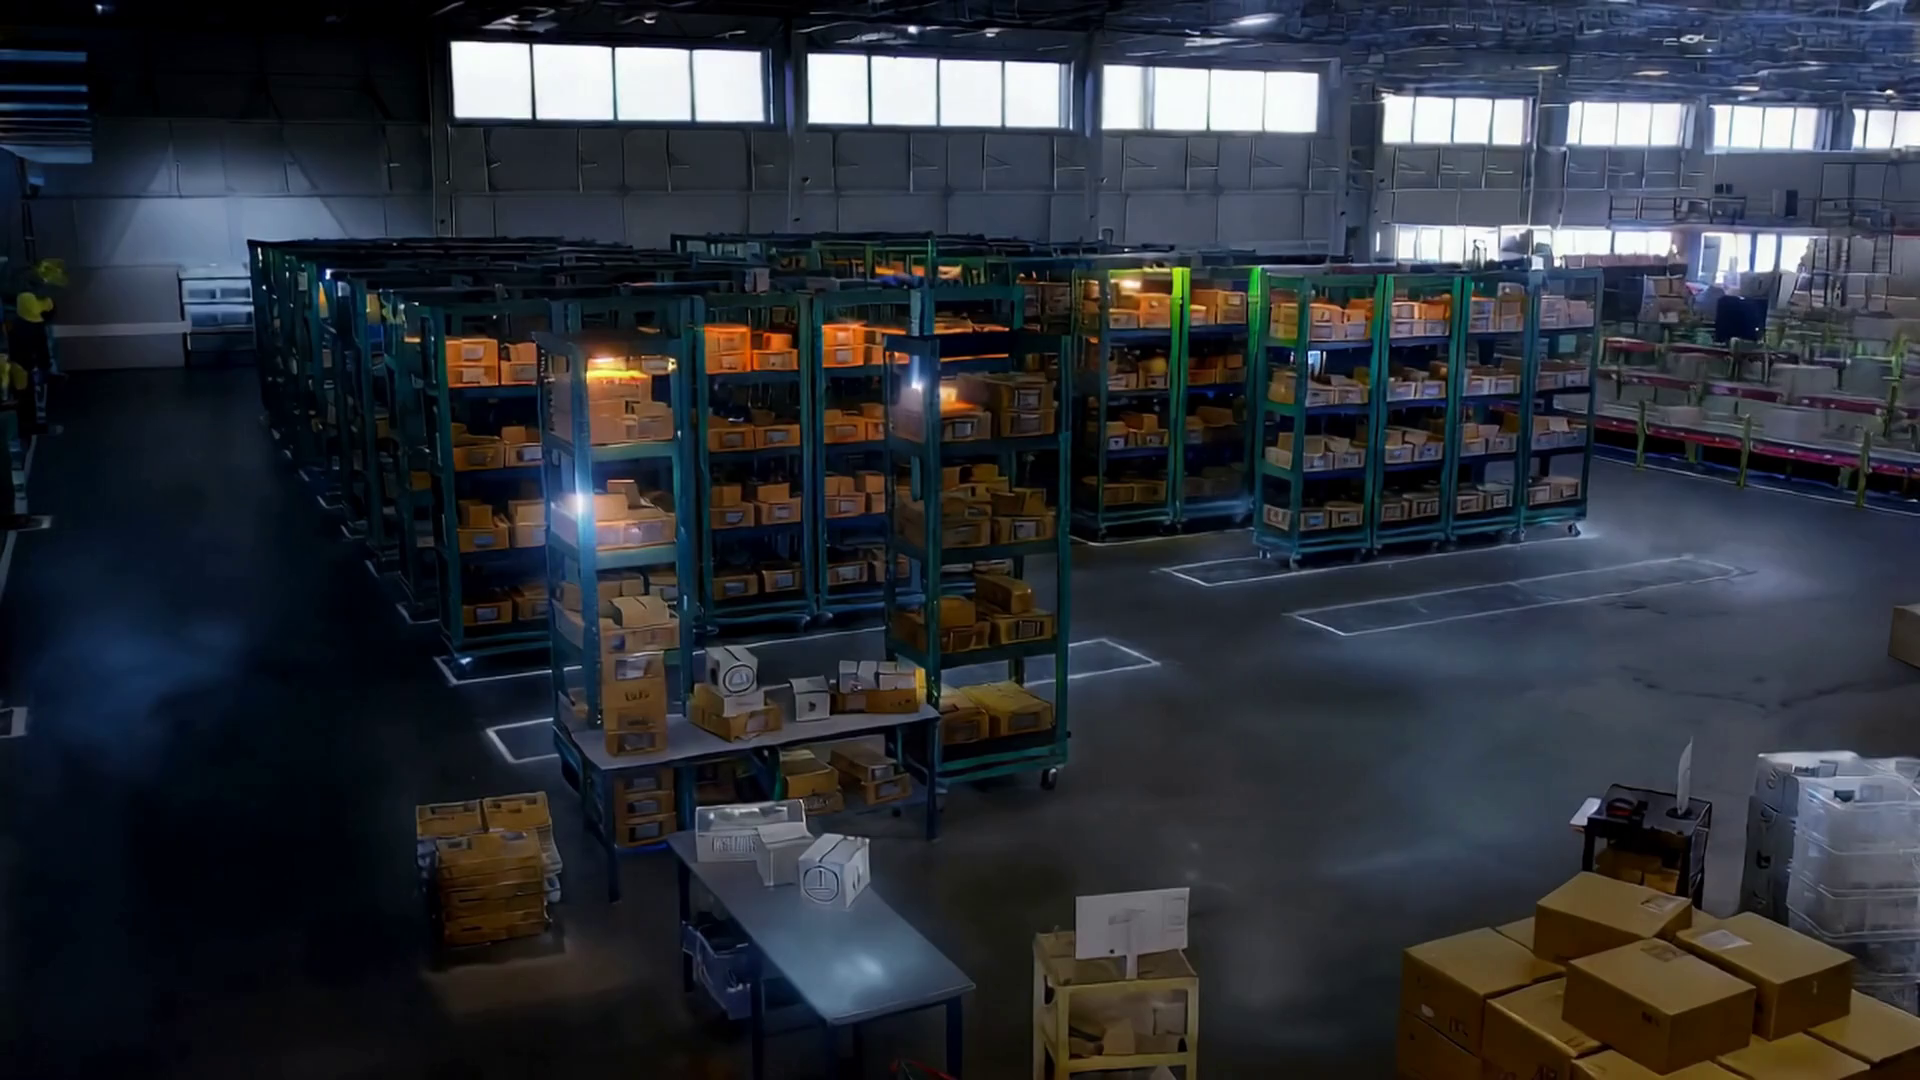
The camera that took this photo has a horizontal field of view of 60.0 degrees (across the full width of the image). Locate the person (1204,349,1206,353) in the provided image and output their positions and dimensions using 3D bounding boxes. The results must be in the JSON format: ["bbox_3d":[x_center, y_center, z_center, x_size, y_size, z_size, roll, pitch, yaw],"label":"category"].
[{"bbox_3d":[5.284,-3.642,34.928,0.674,1.859,0.950,-4,13,-18],"label":"person"}]

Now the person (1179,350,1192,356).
[{"bbox_3d":[5.072,-4.188,37.659,0.623,1.798,0.789,-5,13,-21],"label":"person"}]

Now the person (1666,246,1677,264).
[{"bbox_3d":[32.945,-12.679,77.160,0.574,1.884,0.356,-7,14,-29],"label":"person"}]
